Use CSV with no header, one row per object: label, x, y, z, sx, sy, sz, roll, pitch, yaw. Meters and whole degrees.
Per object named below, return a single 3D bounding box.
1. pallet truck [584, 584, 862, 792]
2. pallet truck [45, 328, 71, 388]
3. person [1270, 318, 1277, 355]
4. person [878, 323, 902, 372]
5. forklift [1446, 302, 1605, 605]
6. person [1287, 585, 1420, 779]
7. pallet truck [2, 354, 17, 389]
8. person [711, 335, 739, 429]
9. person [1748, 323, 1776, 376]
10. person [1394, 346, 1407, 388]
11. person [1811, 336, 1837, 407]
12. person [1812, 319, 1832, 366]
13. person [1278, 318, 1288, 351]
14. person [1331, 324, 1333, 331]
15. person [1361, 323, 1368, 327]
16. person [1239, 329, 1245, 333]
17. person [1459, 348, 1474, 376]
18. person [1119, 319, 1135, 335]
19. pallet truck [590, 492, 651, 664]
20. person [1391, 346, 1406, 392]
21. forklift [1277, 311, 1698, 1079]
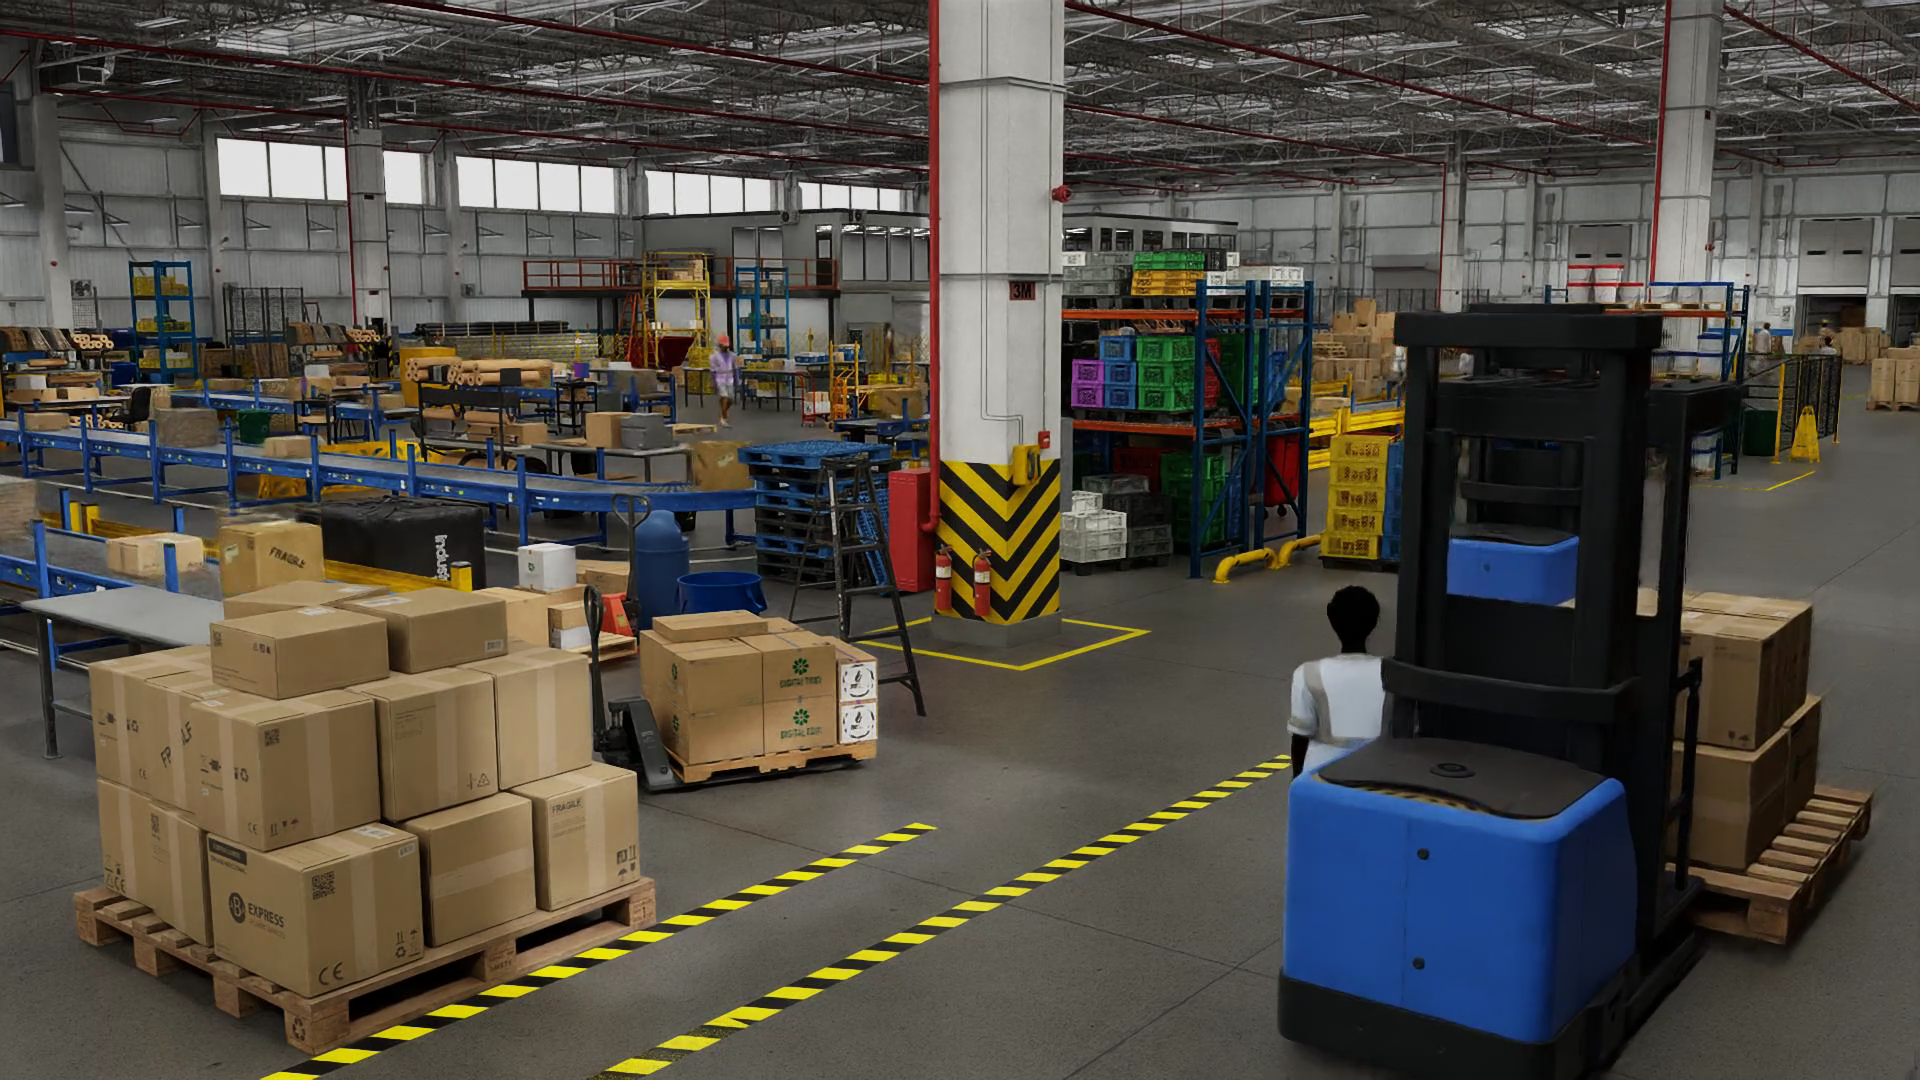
pallet truck,-1.426,0.805,10.019,1.601,1.201,0.680,-4,9,-26
pallet truck,-23.775,-4.544,43.495,1.885,1.965,0.823,6,10,35
person,14.414,-9.345,76.713,0.296,1.744,0.487,-2,9,-16
person,-2.578,-7.135,61.593,0.836,1.819,0.523,1,9,7
forklift,4.379,-0.438,12.852,1.129,2.768,1.873,7,11,37
person,1.632,1.030,6.931,0.548,1.684,0.468,2,9,10
pallet truck,-24.881,-4.417,42.634,1.885,1.965,0.823,8,11,41
person,-5.084,-3.420,35.860,0.613,2.023,0.787,-4,9,-27
person,28.058,-6.650,58.105,1.031,1.887,0.650,0,8,-1
person,11.891,-4.625,44.417,0.550,1.881,1.007,-8,12,-43
person,22.014,-4.282,42.314,0.957,1.836,0.512,-3,9,-18
person,34.052,-7.754,65.539,0.607,1.871,0.981,-2,9,-11
person,15.390,-9.819,79.246,0.610,1.940,0.414,-3,9,-17
person,17.105,-9.237,75.690,0.593,1.838,0.976,-3,9,-21
person,14.467,-6.920,60.136,0.961,1.821,0.538,0,8,-1
person,9.052,-5.919,53.572,0.570,1.745,0.562,7,11,40
person,11.880,-3.782,38.969,0.704,1.807,0.627,-8,12,-43
person,6.290,-7.372,62.657,0.618,1.963,0.361,2,9,16
pallet truck,-3.115,0.344,12.883,0.653,1.274,1.630,7,11,37
person,11.423,-4.395,42.828,0.929,1.891,0.573,5,10,30
forklift,2.159,0.495,6.560,1.129,2.768,1.873,7,11,37
